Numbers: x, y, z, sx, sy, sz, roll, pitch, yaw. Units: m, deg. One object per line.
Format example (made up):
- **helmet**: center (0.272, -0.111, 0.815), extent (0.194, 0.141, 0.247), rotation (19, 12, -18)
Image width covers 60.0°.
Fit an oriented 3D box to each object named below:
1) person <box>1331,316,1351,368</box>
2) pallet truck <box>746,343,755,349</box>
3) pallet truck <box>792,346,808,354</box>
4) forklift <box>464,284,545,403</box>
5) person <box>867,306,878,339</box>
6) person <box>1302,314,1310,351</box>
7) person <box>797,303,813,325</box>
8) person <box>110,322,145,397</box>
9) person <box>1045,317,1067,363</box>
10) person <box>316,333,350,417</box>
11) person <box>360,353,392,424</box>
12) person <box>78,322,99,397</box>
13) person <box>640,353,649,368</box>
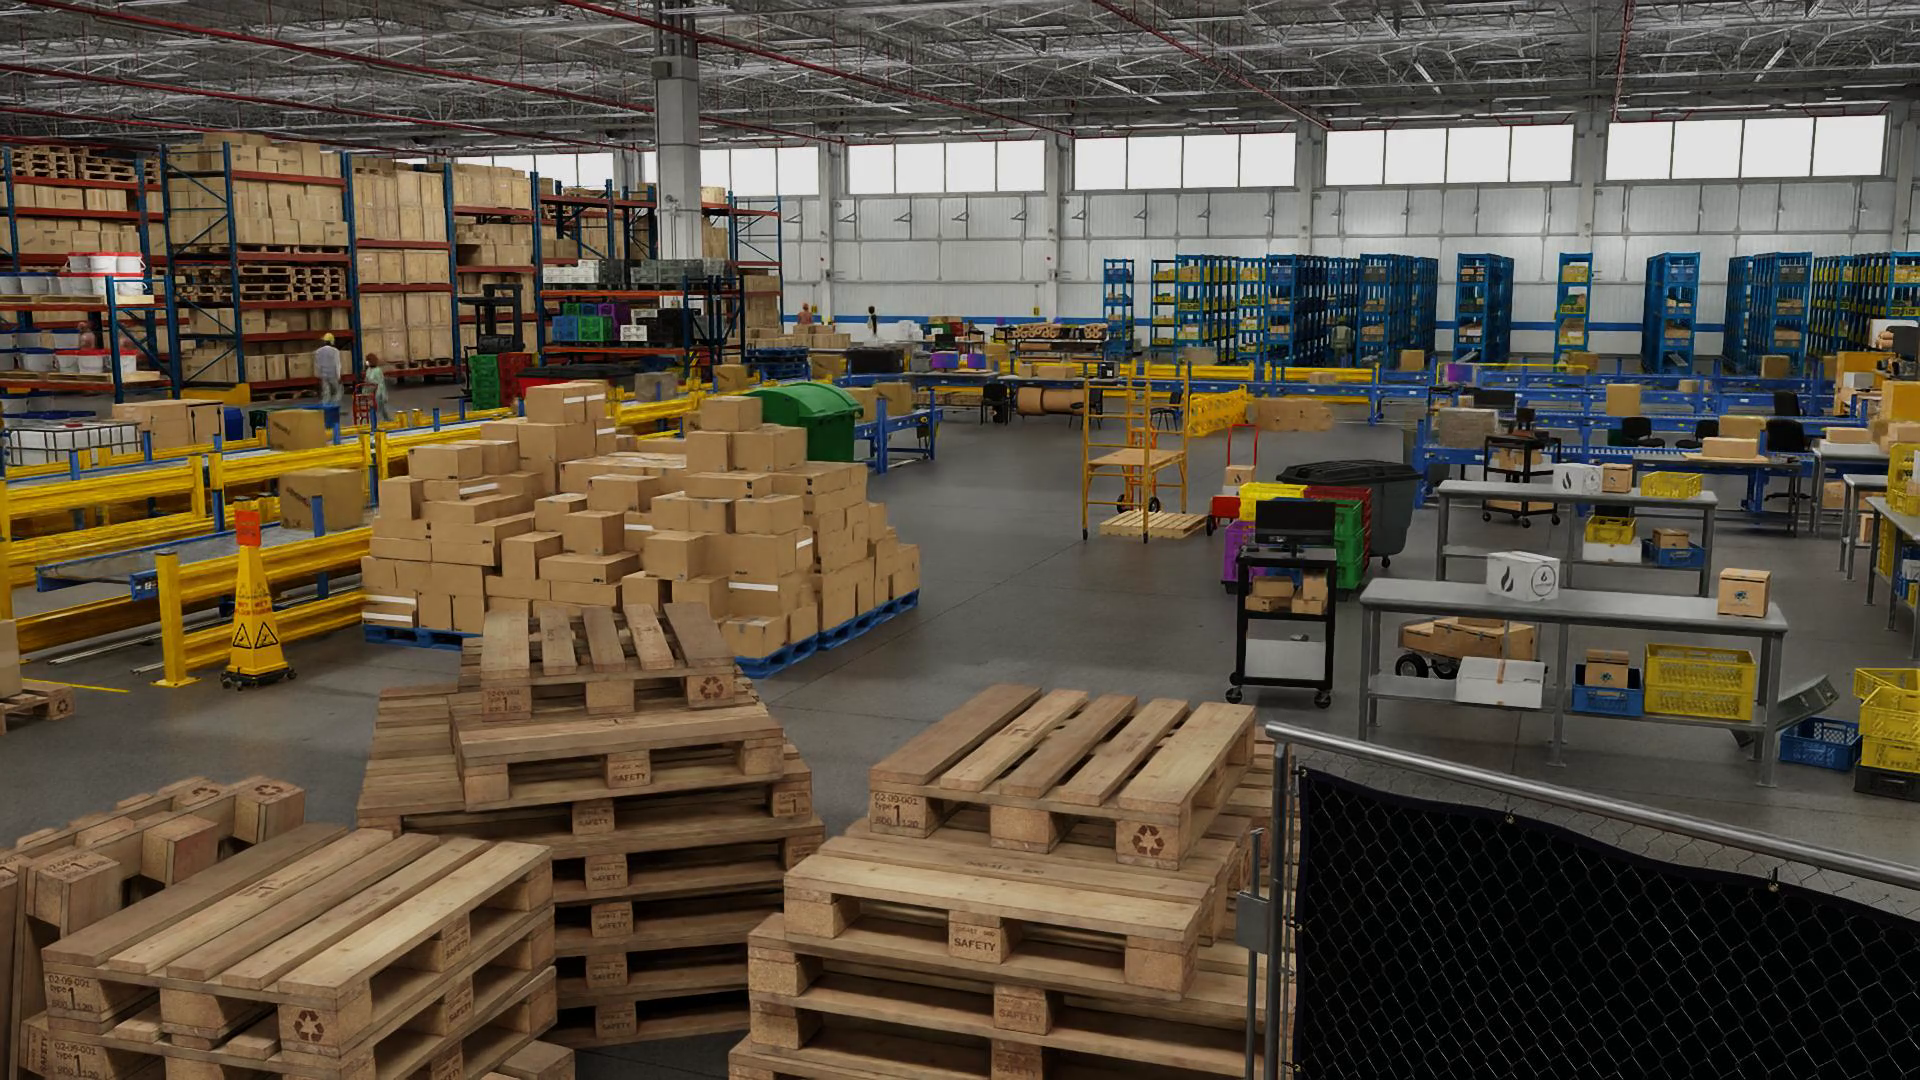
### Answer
- **person**: center (11.572, -5.894, 50.504), extent (0.597, 1.800, 0.824), rotation (1, 9, 7)
- **pallet truck**: center (-6.183, -4.618, 44.264), extent (1.601, 1.201, 0.680), rotation (-9, 12, -43)
- **pallet truck**: center (-3.705, -4.298, 42.022), extent (0.653, 1.274, 1.630), rotation (3, 10, 20)
- **forklift**: center (-10.832, -4.702, 39.610), extent (1.129, 2.768, 1.873), rotation (3, 10, 20)
- **person**: center (-3.431, -8.462, 66.581), extent (0.831, 1.818, 0.634), rotation (-1, 9, -7)
- **person**: center (12.374, -7.343, 59.457), extent (0.390, 1.838, 0.563), rotation (2, 9, 11)
- **person**: center (-6.000, -8.213, 64.599), extent (0.618, 1.955, 1.007), rotation (-2, 9, -11)
- **person**: center (-20.920, -4.524, 41.687), extent (0.644, 1.866, 0.956), rotation (6, 11, 32)
- **person**: center (2.594, -5.038, 44.769), extent (0.624, 1.893, 0.850), rotation (-1, 9, -5)
- **person**: center (-13.310, -3.496, 35.372), extent (0.627, 1.808, 0.705), rotation (3, 10, 18)
- **person**: center (-10.886, -2.678, 30.956), extent (0.851, 1.584, 0.505), rotation (-8, 12, -40)
- **person**: center (-21.885, -4.518, 41.645), extent (0.400, 1.880, 0.761), rotation (-3, 9, -16)
- **person**: center (-10.035, -6.350, 53.056), extent (0.564, 1.893, 0.823), rotation (2, 9, 13)
